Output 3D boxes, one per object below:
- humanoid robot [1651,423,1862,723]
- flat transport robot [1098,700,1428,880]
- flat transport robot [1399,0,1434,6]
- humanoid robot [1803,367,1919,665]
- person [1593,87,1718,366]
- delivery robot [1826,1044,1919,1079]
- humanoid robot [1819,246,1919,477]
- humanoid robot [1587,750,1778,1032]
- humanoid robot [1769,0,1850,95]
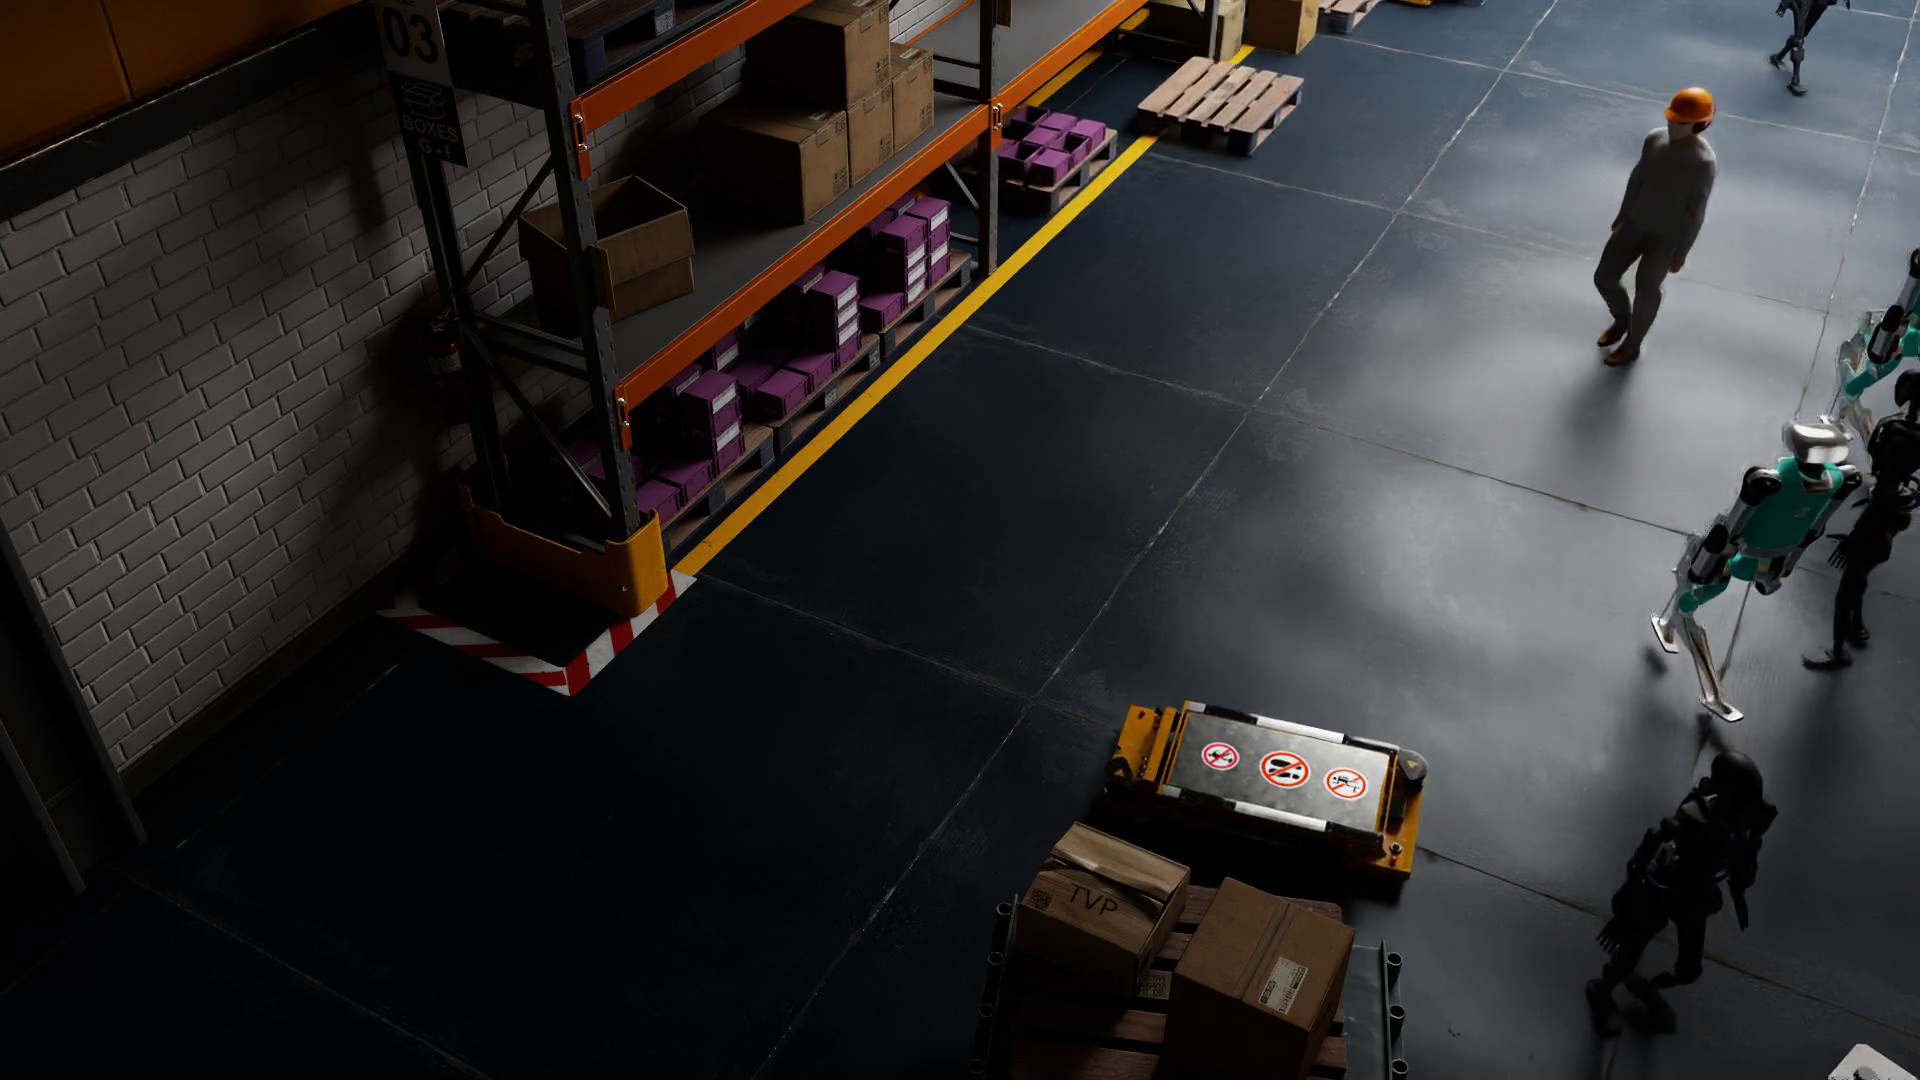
[{"bbox_3d":[3.694,0.010,8.061,0.553,1.732,0.997,-5,39,-7],"label":"humanoid robot"},{"bbox_3d":[1.425,1.138,7.797,1.431,0.231,0.659,11,40,14],"label":"flat transport robot"},{"bbox_3d":[4.448,-5.547,16.153,0.659,0.231,1.431,19,42,22],"label":"flat transport robot"},{"bbox_3d":[4.556,-0.117,8.247,0.360,1.648,0.600,24,45,27],"label":"humanoid robot"},{"bbox_3d":[4.292,-1.928,10.338,0.436,1.880,0.611,-21,43,-24],"label":"person"},{"bbox_3d":[3.563,2.255,6.165,0.499,0.587,0.766,-28,46,-30],"label":"delivery robot"},{"bbox_3d":[5.334,-1.191,9.531,0.554,1.735,1.004,-12,40,-15],"label":"humanoid robot"},{"bbox_3d":[2.766,1.357,6.396,0.601,1.640,0.371,-9,40,-12],"label":"humanoid robot"},{"bbox_3d":[7.180,-4.616,13.911,0.608,1.628,0.789,-5,39,-6],"label":"humanoid robot"}]
